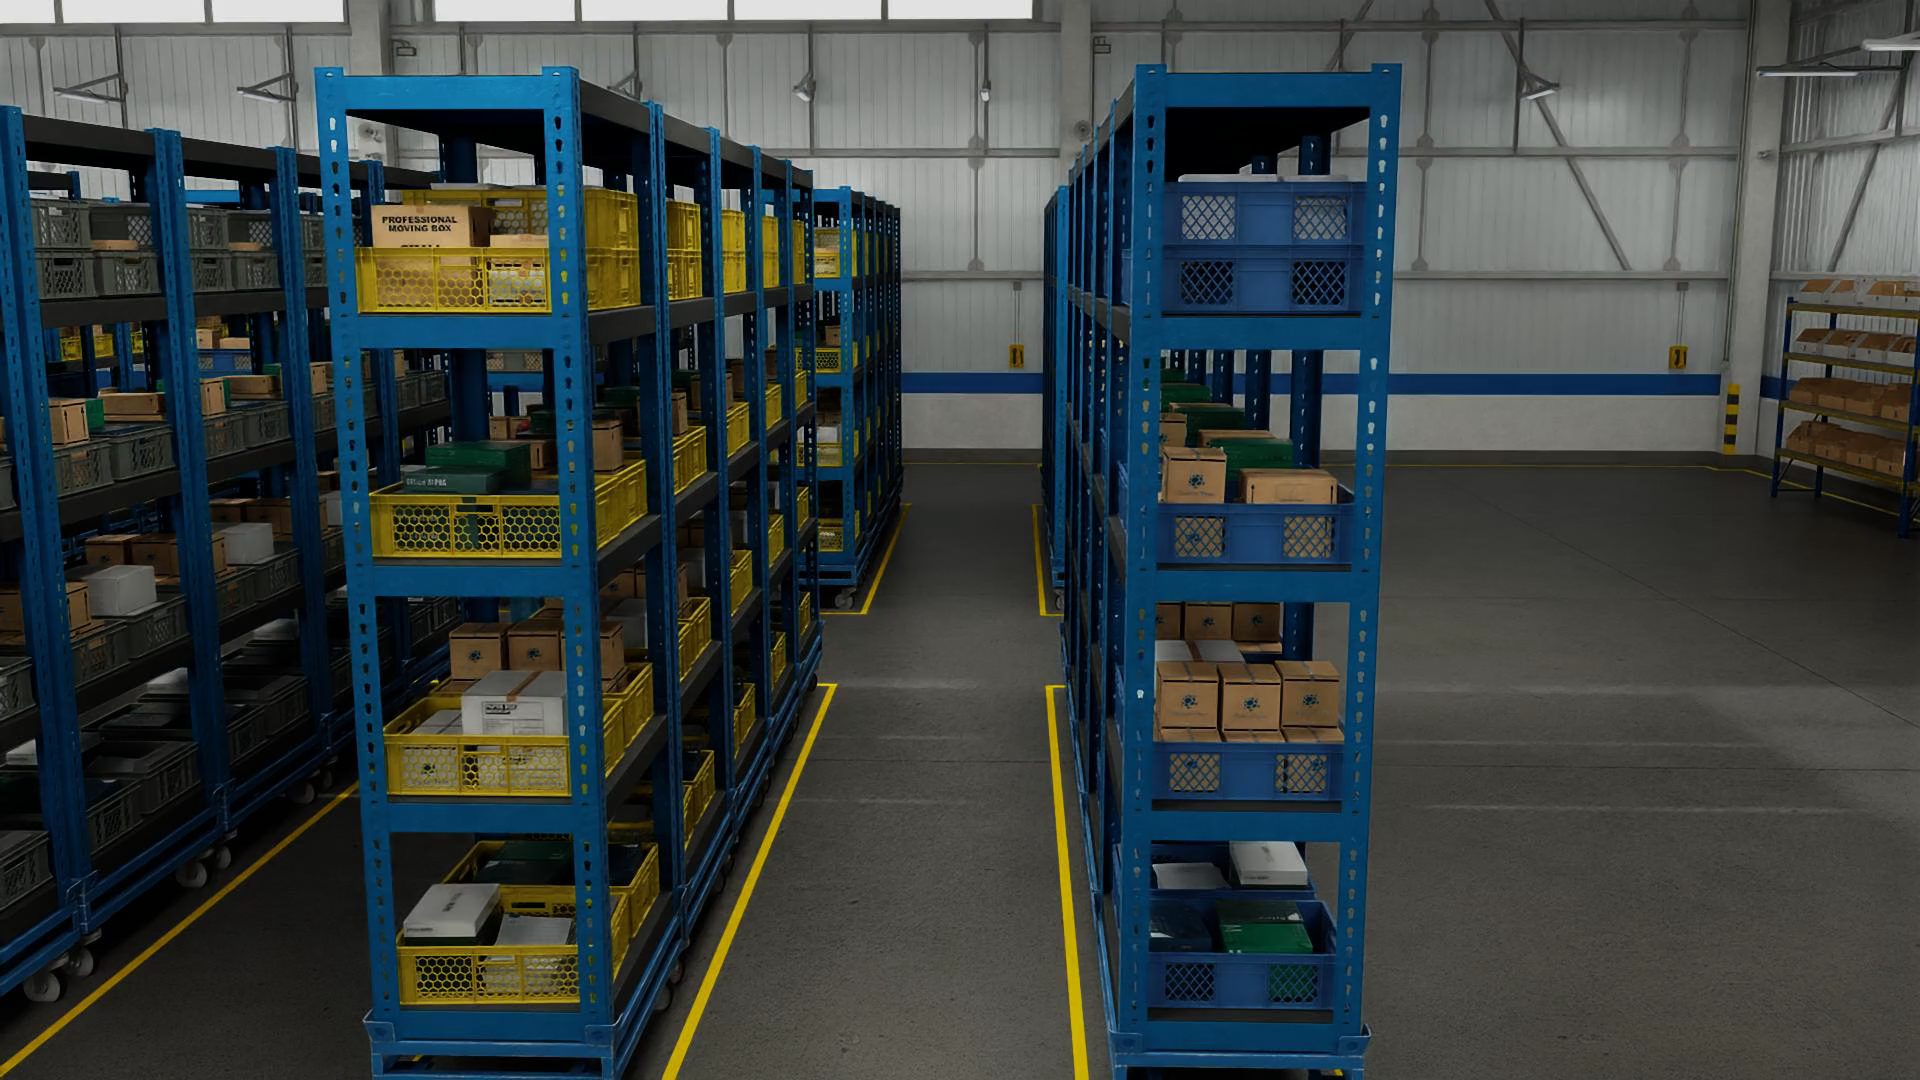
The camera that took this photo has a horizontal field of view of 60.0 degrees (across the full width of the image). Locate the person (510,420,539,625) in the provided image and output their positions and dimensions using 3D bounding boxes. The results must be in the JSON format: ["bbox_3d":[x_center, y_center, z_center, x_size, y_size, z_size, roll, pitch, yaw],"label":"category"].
[{"bbox_3d":[-3.206,0.026,12.314,0.390,1.840,0.565,0,10,0],"label":"person"}]
